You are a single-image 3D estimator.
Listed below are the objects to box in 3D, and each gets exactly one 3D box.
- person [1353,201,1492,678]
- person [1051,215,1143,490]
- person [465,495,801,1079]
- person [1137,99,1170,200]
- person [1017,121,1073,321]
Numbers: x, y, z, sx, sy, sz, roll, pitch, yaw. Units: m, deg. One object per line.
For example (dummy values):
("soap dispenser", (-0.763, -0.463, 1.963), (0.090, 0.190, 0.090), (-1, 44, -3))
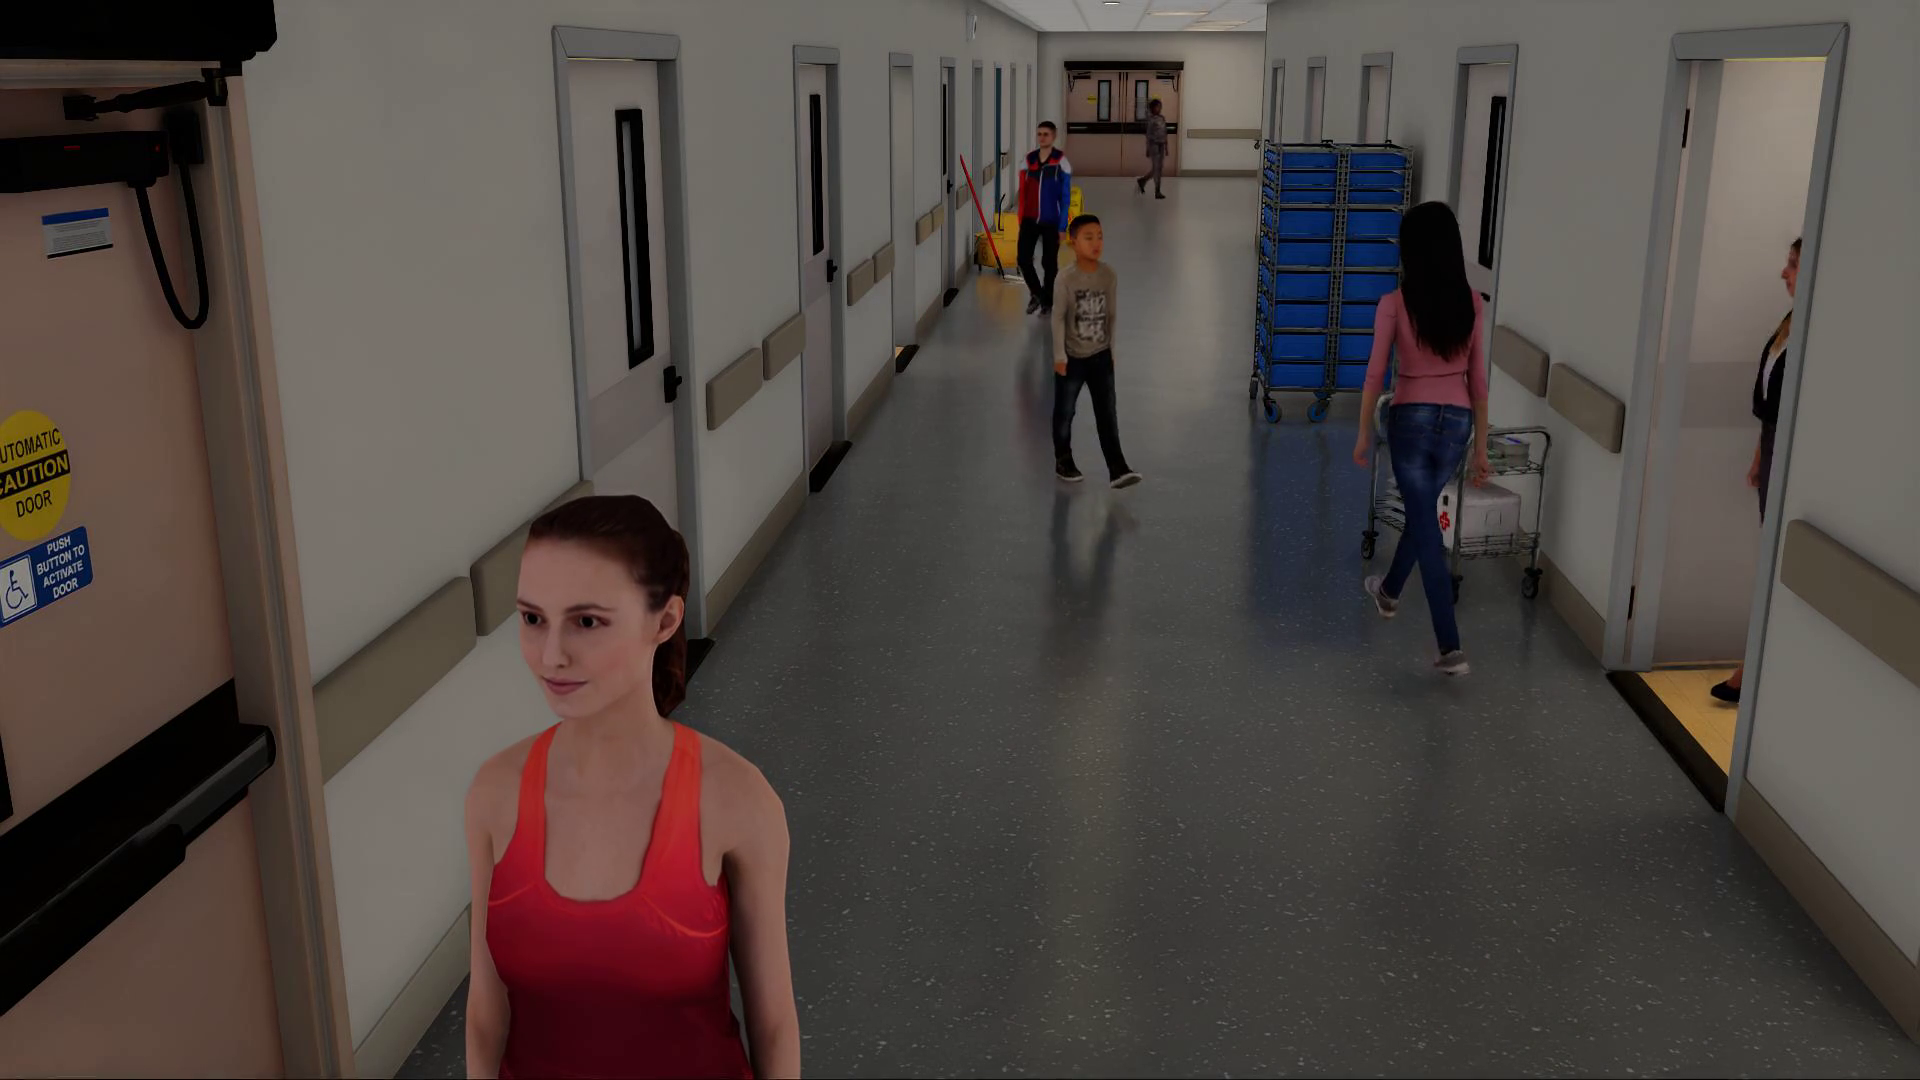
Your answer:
("person", (1.737, -0.323, 6.080), (0.767, 1.681, 1.271), (-1, 16, -5))
("person", (0.626, -0.999, 8.919), (0.841, 1.442, 1.015), (-7, 17, -22))
("person", (-0.385, 0.787, 2.014), (0.562, 1.751, 0.515), (2, 16, 7))
("person", (3.398, -6.840, 29.175), (0.989, 1.693, 1.087), (-11, 19, -34))
("person", (0.777, -2.880, 15.022), (0.720, 1.752, 0.712), (6, 17, 20))
